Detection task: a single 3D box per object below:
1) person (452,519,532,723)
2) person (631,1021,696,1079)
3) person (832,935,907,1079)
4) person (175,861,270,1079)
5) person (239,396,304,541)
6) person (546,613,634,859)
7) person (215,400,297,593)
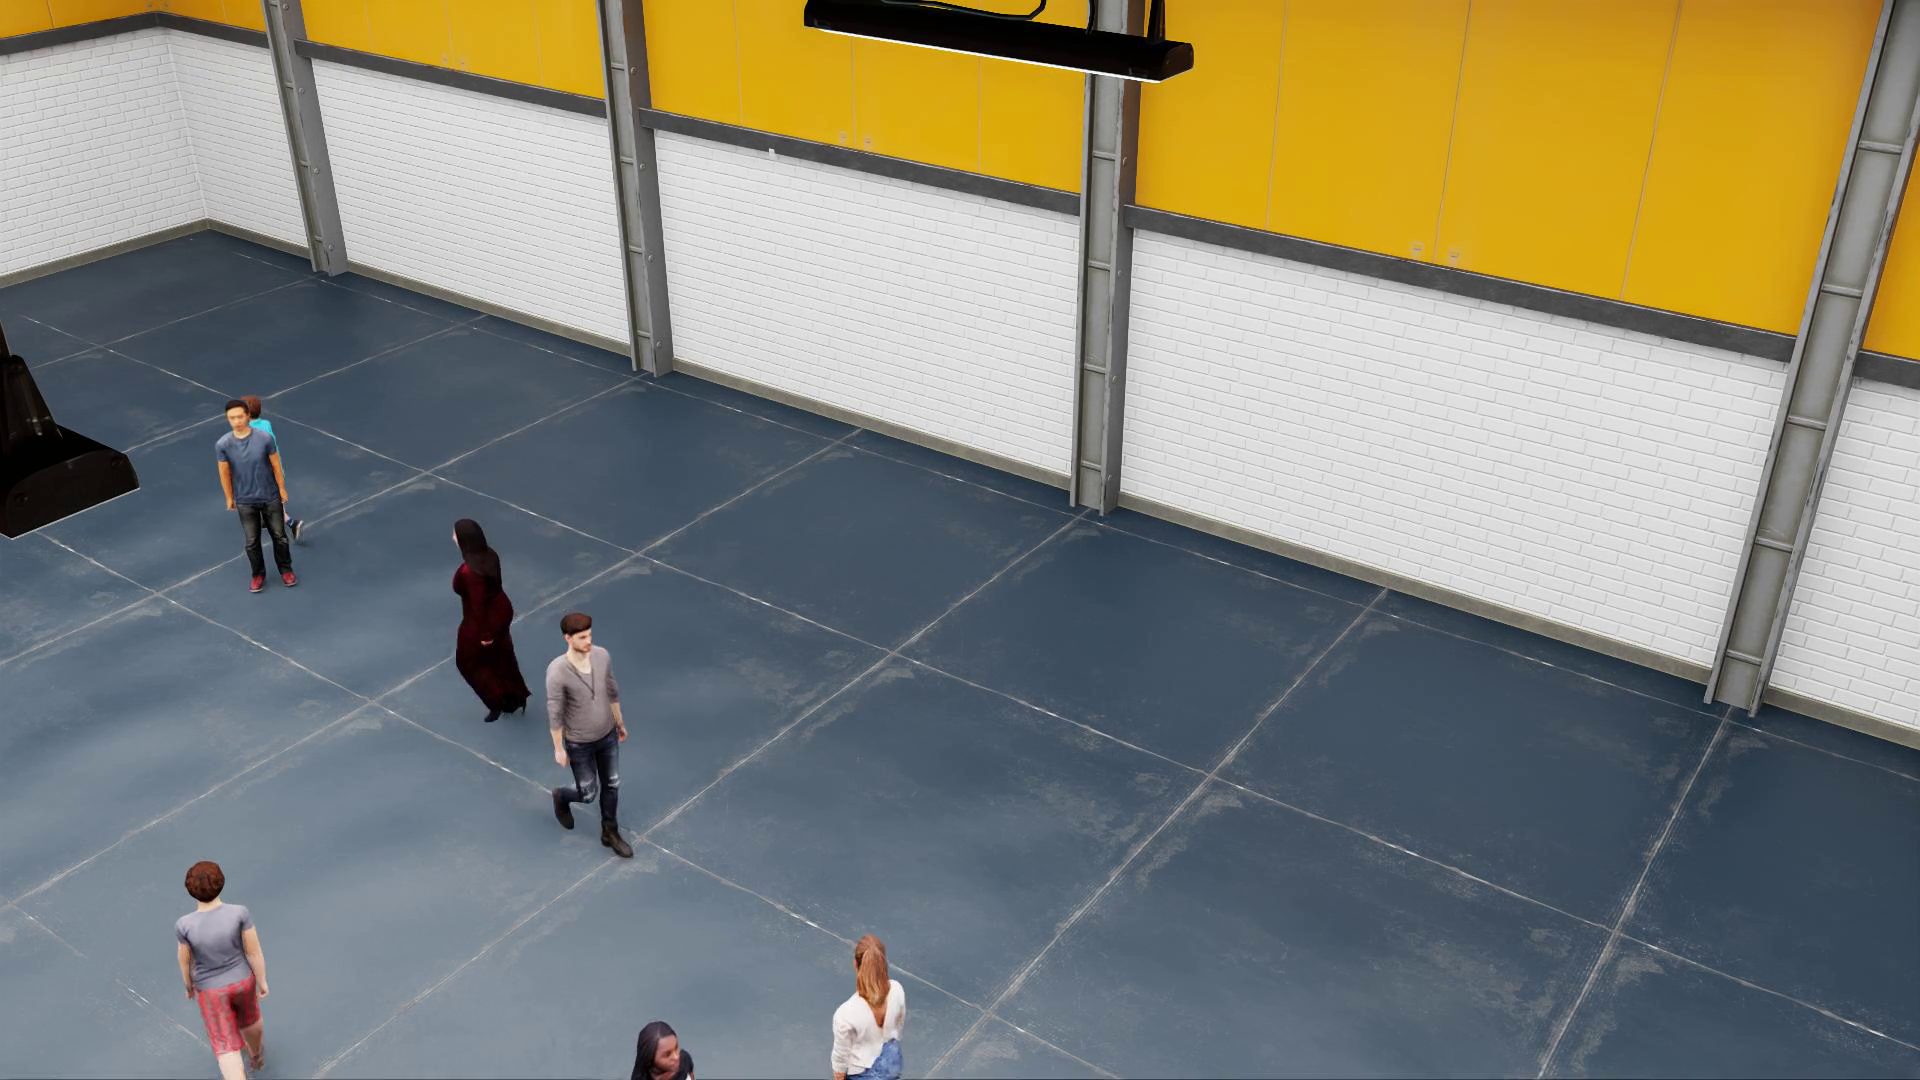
[{"bbox_3d":[-3.548,0.635,12.817,0.923,1.739,0.867,0,29,0],"label":"person"},{"bbox_3d":[-1.548,3.065,8.390,0.890,1.712,0.678,14,31,23],"label":"person"},{"bbox_3d":[-0.459,2.853,8.783,0.730,1.708,0.695,22,36,35],"label":"person"},{"bbox_3d":[-4.134,2.575,9.377,0.907,1.627,1.177,-16,32,-26],"label":"person"},{"bbox_3d":[-6.441,-0.652,15.495,0.911,1.433,0.668,9,30,17],"label":"person"},{"bbox_3d":[-2.594,1.312,11.421,0.970,1.888,0.758,24,36,36],"label":"person"},{"bbox_3d":[-6.198,-0.408,14.656,0.735,1.808,0.733,-11,31,-20],"label":"person"}]
